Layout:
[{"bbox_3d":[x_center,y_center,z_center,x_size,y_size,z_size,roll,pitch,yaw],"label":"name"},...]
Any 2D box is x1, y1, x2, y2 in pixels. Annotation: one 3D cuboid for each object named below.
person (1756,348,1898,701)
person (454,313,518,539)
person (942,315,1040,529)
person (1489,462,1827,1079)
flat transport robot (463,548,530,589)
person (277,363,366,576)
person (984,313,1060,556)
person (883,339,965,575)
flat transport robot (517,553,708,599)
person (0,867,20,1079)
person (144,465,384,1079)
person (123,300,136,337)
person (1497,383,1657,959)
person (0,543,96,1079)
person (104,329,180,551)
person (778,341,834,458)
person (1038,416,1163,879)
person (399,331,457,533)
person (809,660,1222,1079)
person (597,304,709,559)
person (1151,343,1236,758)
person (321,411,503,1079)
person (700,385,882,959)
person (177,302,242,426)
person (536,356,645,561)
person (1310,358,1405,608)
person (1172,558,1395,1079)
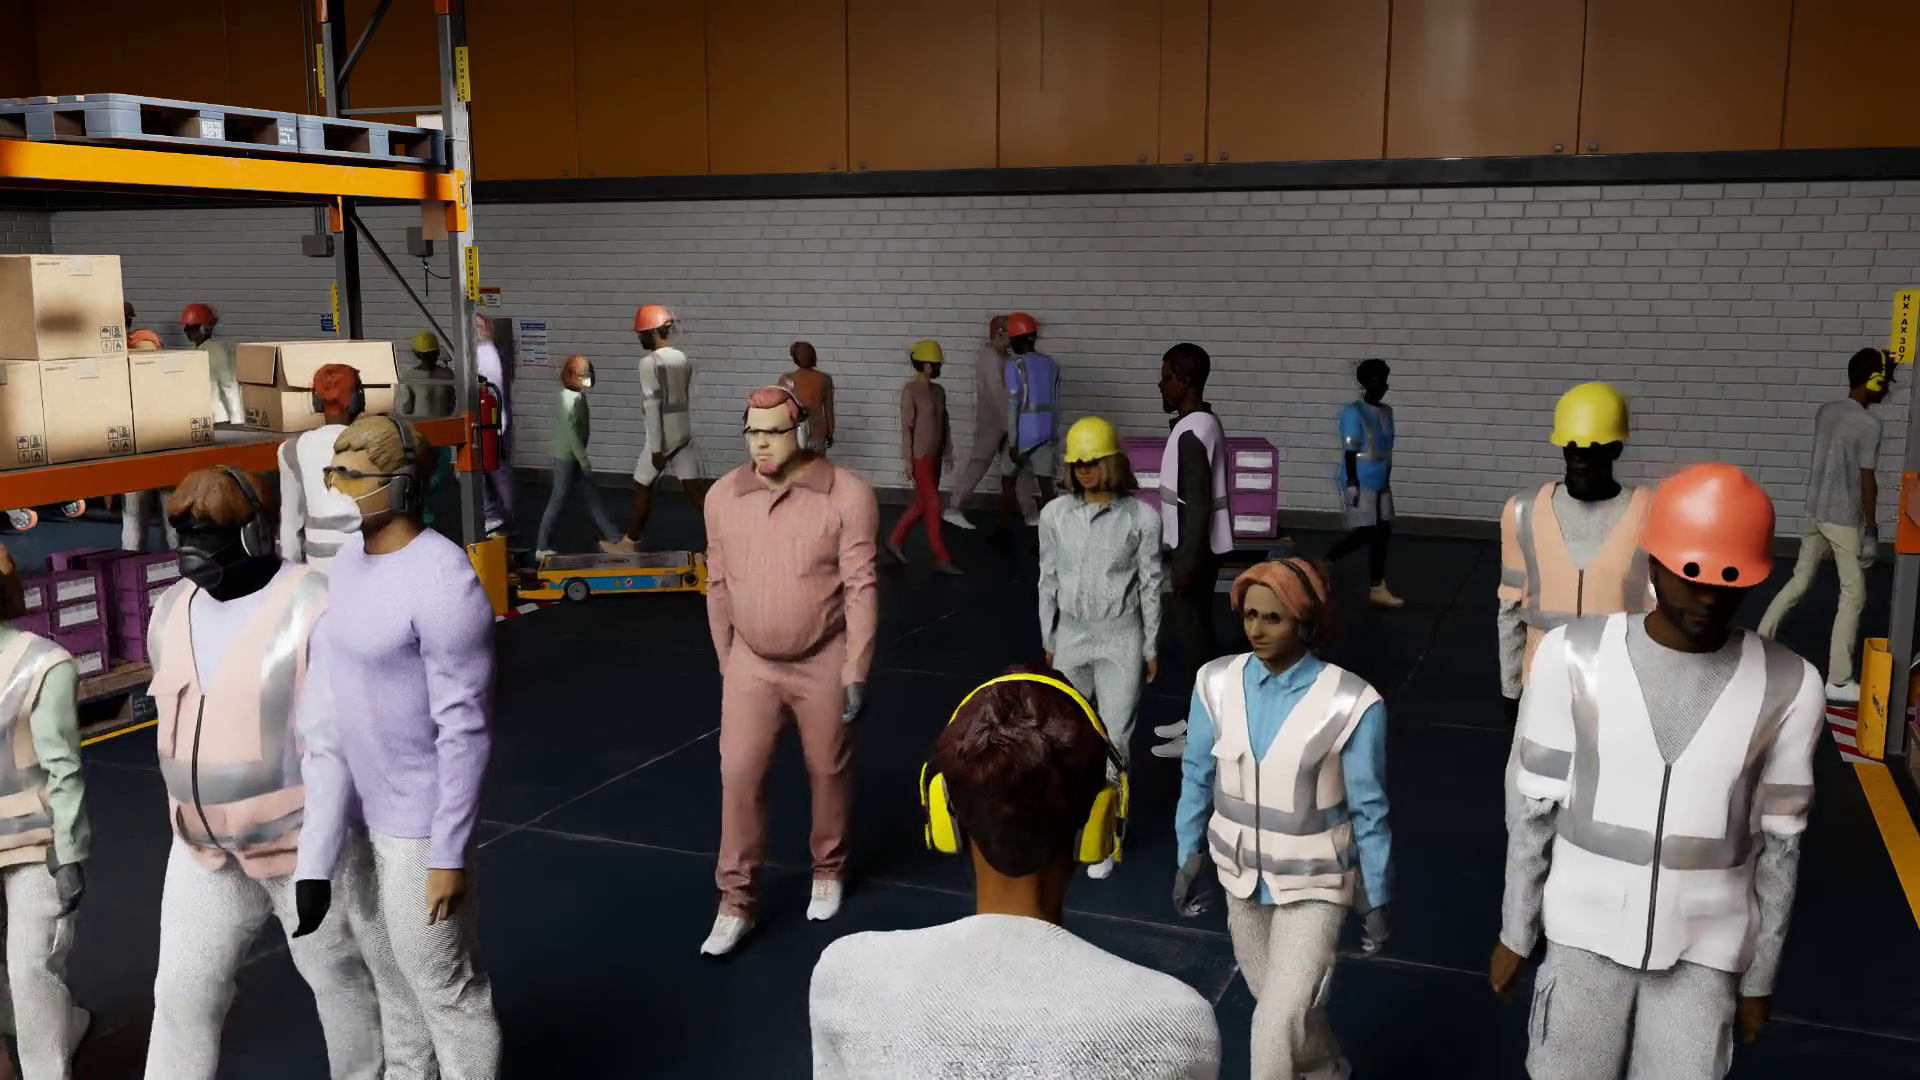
[{"bbox_3d":[4.557,-0.088,8.781,0.535,1.846,0.761,-1,9,-8],"label":"person"},{"bbox_3d":[-3.900,-0.919,13.686,0.457,1.885,0.692,2,10,10],"label":"person"},{"bbox_3d":[0.316,-1.001,14.299,1.009,1.858,0.639,2,10,12],"label":"person"},{"bbox_3d":[1.384,0.770,3.365,0.581,1.912,0.622,4,10,20],"label":"person"},{"bbox_3d":[-3.787,0.213,11.702,1.431,0.197,0.652,-2,10,-10],"label":"flat transport robot"},{"bbox_3d":[-2.750,0.139,7.415,0.586,1.853,0.913,2,9,9],"label":"person"},{"bbox_3d":[0.495,-0.829,13.091,0.564,1.892,0.898,-6,11,-32],"label":"person"},{"bbox_3d":[-0.278,-0.630,12.390,0.794,1.737,0.531,6,11,31],"label":"person"},{"bbox_3d":[-2.319,0.236,11.559,1.431,0.197,0.652,-2,10,-9],"label":"flat transport robot"},{"bbox_3d":[-2.675,0.663,4.103,0.652,1.883,0.738,3,10,20],"label":"person"},{"bbox_3d":[-1.702,0.742,3.875,0.628,1.807,0.902,3,10,17],"label":"person"},{"bbox_3d":[-9.132,-1.684,18.267,0.549,1.906,0.852,3,10,15],"label":"person"},{"bbox_3d":[1.970,0.461,5.253,0.587,1.910,0.442,5,11,30],"label":"person"},{"bbox_3d":[-2.376,0.776,4.201,0.522,1.624,0.409,2,10,14],"label":"person"},{"bbox_3d":[-4.999,-0.359,10.292,0.584,1.882,0.337,-8,12,-40],"label":"person"},{"bbox_3d":[-1.319,-0.899,14.358,0.537,1.628,0.476,-4,10,-23],"label":"person"},{"bbox_3d":[0.549,0.369,6.383,0.483,1.721,0.662,3,10,17],"label":"person"},{"bbox_3d":[-4.568,-0.924,14.187,0.668,1.740,0.543,9,13,43],"label":"person"},{"bbox_3d":[0.039,1.058,1.961,0.541,1.814,0.973,2,10,10],"label":"person"},{"bbox_3d":[-2.229,-0.773,12.550,1.088,1.984,0.623,5,11,28],"label":"person"},{"bbox_3d":[1.087,0.052,7.700,0.373,1.917,0.594,2,10,11],"label":"person"},{"bbox_3d":[-1.312,0.665,3.919,0.631,1.940,0.372,9,13,44],"label":"person"},{"bbox_3d":[-0.587,0.435,5.533,0.652,1.871,0.877,2,10,11],"label":"person"},{"bbox_3d":[-6.304,-1.050,14.256,0.628,1.971,0.733,7,12,37],"label":"person"},{"bbox_3d":[-2.896,-0.617,12.745,0.801,1.580,0.509,1,9,4],"label":"person"},{"bbox_3d":[2.650,-0.380,11.034,0.556,1.671,0.498,-9,13,-42],"label":"person"},{"bbox_3d":[0.806,0.815,4.054,0.545,1.600,0.823,8,12,40],"label":"person"}]
